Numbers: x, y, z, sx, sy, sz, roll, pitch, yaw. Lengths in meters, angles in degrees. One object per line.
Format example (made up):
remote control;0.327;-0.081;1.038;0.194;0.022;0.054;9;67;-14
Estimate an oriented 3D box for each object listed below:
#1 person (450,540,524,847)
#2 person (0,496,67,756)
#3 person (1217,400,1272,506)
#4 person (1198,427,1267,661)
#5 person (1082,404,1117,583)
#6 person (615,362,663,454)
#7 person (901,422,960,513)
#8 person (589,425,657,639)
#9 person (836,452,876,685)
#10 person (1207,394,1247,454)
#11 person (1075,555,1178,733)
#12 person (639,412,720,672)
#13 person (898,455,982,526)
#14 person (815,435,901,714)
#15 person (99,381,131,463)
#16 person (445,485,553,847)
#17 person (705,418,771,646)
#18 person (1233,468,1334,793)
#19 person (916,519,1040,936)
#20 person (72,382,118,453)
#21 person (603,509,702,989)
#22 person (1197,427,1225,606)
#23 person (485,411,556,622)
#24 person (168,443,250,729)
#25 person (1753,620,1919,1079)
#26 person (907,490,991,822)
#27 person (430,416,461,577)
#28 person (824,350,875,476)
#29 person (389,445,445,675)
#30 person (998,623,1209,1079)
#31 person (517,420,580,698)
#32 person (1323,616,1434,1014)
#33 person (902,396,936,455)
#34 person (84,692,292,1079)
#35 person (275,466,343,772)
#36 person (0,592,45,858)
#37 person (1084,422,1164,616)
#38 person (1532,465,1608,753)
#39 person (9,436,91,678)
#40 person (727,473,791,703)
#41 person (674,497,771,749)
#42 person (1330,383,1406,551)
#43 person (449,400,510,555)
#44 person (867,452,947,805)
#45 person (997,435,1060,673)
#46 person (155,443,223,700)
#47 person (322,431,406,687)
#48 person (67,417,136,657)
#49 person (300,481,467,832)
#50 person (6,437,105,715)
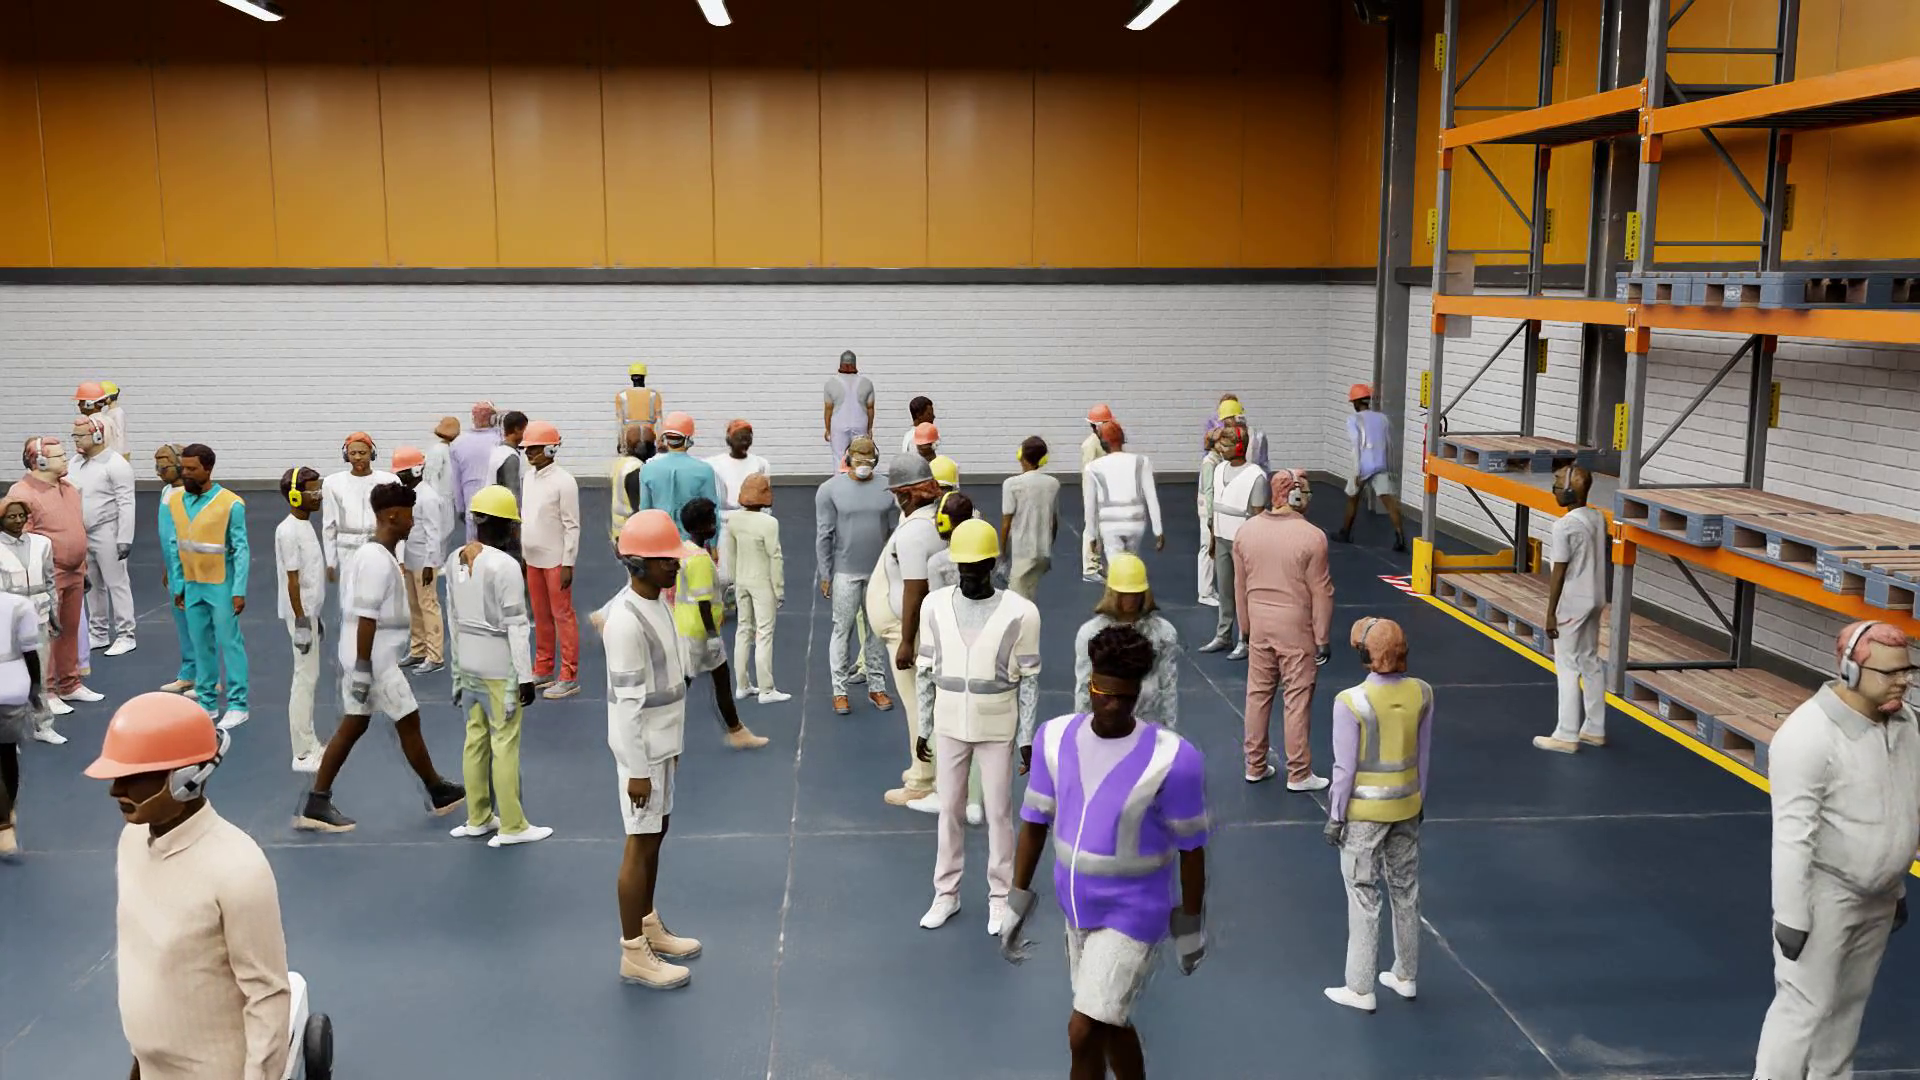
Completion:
person;-2.528;0.808;8.857;0.507;1.633;0.277;6;11;35
person;-5.982;0.532;10.575;0.307;1.641;0.514;5;10;30
person;2.833;-0.526;16.774;0.648;1.792;0.566;2;9;14
person;2.186;0.023;13.143;0.390;1.840;0.565;-6;11;-31
person;1.383;-0.467;16.477;0.324;1.753;0.573;3;10;19
person;-4.071;-1.291;21.127;0.593;1.923;0.372;-2;9;-14
person;-0.286;-0.163;14.585;0.570;1.747;0.340;2;9;15
person;-2.666;-0.024;13.499;0.614;1.821;0.640;-3;9;-16
person;-0.749;0.192;12.354;0.324;1.749;0.568;-1;9;-4
person;3.214;-0.926;19.839;0.552;1.598;0.829;-2;9;-14
person;0.786;0.915;7.881;0.495;1.727;0.391;0;9;0
person;-2.125;0.022;12.661;0.613;1.994;0.381;1;9;4
person;-0.111;0.352;11.085;0.592;1.837;0.404;1;9;8
person;-0.684;0.234;11.531;0.630;1.934;0.372;-3;10;-21
person;-10.177;-1.030;20.021;0.339;1.761;0.524;-7;12;-39
person;-2.470;0.666;8.862;0.585;1.918;0.381;7;11;37
person;-1.853;-0.082;13.728;0.580;1.865;0.627;-4;10;-25
person;1.918;0.527;9.781;0.641;1.905;0.408;9;12;43
person;0.072;0.855;7.643;0.585;1.929;0.371;3;9;16
person;-8.383;-0.543;16.209;0.377;1.995;0.608;-2;9;-12
person;-1.307;0.878;7.134;0.378;2.041;0.616;0;9;1
person;2.330;-0.218;15.292;0.305;1.637;0.522;3;9;16
person;-3.801;-0.156;14.190;0.919;1.853;0.692;-3;10;-18
person;-5.011;0.302;11.141;0.590;1.921;0.395;3;10;19
person;2.993;1.195;5.626;0.645;1.896;0.401;-5;10;-27
person;-0.048;0.641;9.228;0.521;1.852;0.573;9;13;44
person;-5.184;-0.426;16.722;0.399;1.592;0.534;0;9;0
person;-1.495;-1.516;22.176;0.690;2.000;0.538;-2;9;-14
person;-4.153;0.145;12.673;0.333;1.743;0.563;-8;12;-43
person;0.442;1.219;5.408;0.592;1.938;0.599;-7;12;-38
person;-2.970;0.134;11.964;0.608;1.995;0.377;8;12;41
person;1.722;1.126;6.852;0.523;1.636;0.310;-5;10;-28
person;-0.388;-0.370;15.374;0.390;1.916;0.591;0;9;-3
person;-1.966;1.358;4.274;0.613;1.994;0.395;6;11;35
person;-3.986;0.480;10.179;0.328;1.872;0.515;-2;9;-14
person;-5.099;0.820;8.737;0.859;1.652;0.542;8;12;41
person;1.351;-0.070;13.813;0.638;1.813;0.976;-1;9;-4
person;3.909;0.437;10.595;0.522;1.834;0.363;-6;11;-35
person;-6.770;0.146;12.394;0.502;1.840;0.349;-8;12;-42
person;-1.436;0.338;11.797;0.507;1.636;0.274;7;12;39
person;-1.671;0.551;10.411;0.875;1.655;0.540;-2;9;-11
person;4.576;-0.805;18.407;0.567;1.841;1.162;-4;10;-22
person;-4.237;-0.305;14.986;0.639;1.911;0.406;1;9;6
person;-0.272;0.494;9.559;0.536;2.000;0.684;3;9;16
person;0.510;0.132;12.523;0.525;1.835;0.392;-6;11;-31
person;-5.536;0.221;11.887;0.514;1.841;0.327;7;11;36
person;-4.386;0.141;12.266;0.575;1.883;0.355;-3;10;-19
person;-6.877;-0.028;13.252;0.652;1.906;0.408;4;10;23
person;-3.182;0.633;9.110;0.986;1.897;0.615;-4;10;-23
person;-6.281;0.239;11.566;0.410;1.912;0.643;1;9;5
